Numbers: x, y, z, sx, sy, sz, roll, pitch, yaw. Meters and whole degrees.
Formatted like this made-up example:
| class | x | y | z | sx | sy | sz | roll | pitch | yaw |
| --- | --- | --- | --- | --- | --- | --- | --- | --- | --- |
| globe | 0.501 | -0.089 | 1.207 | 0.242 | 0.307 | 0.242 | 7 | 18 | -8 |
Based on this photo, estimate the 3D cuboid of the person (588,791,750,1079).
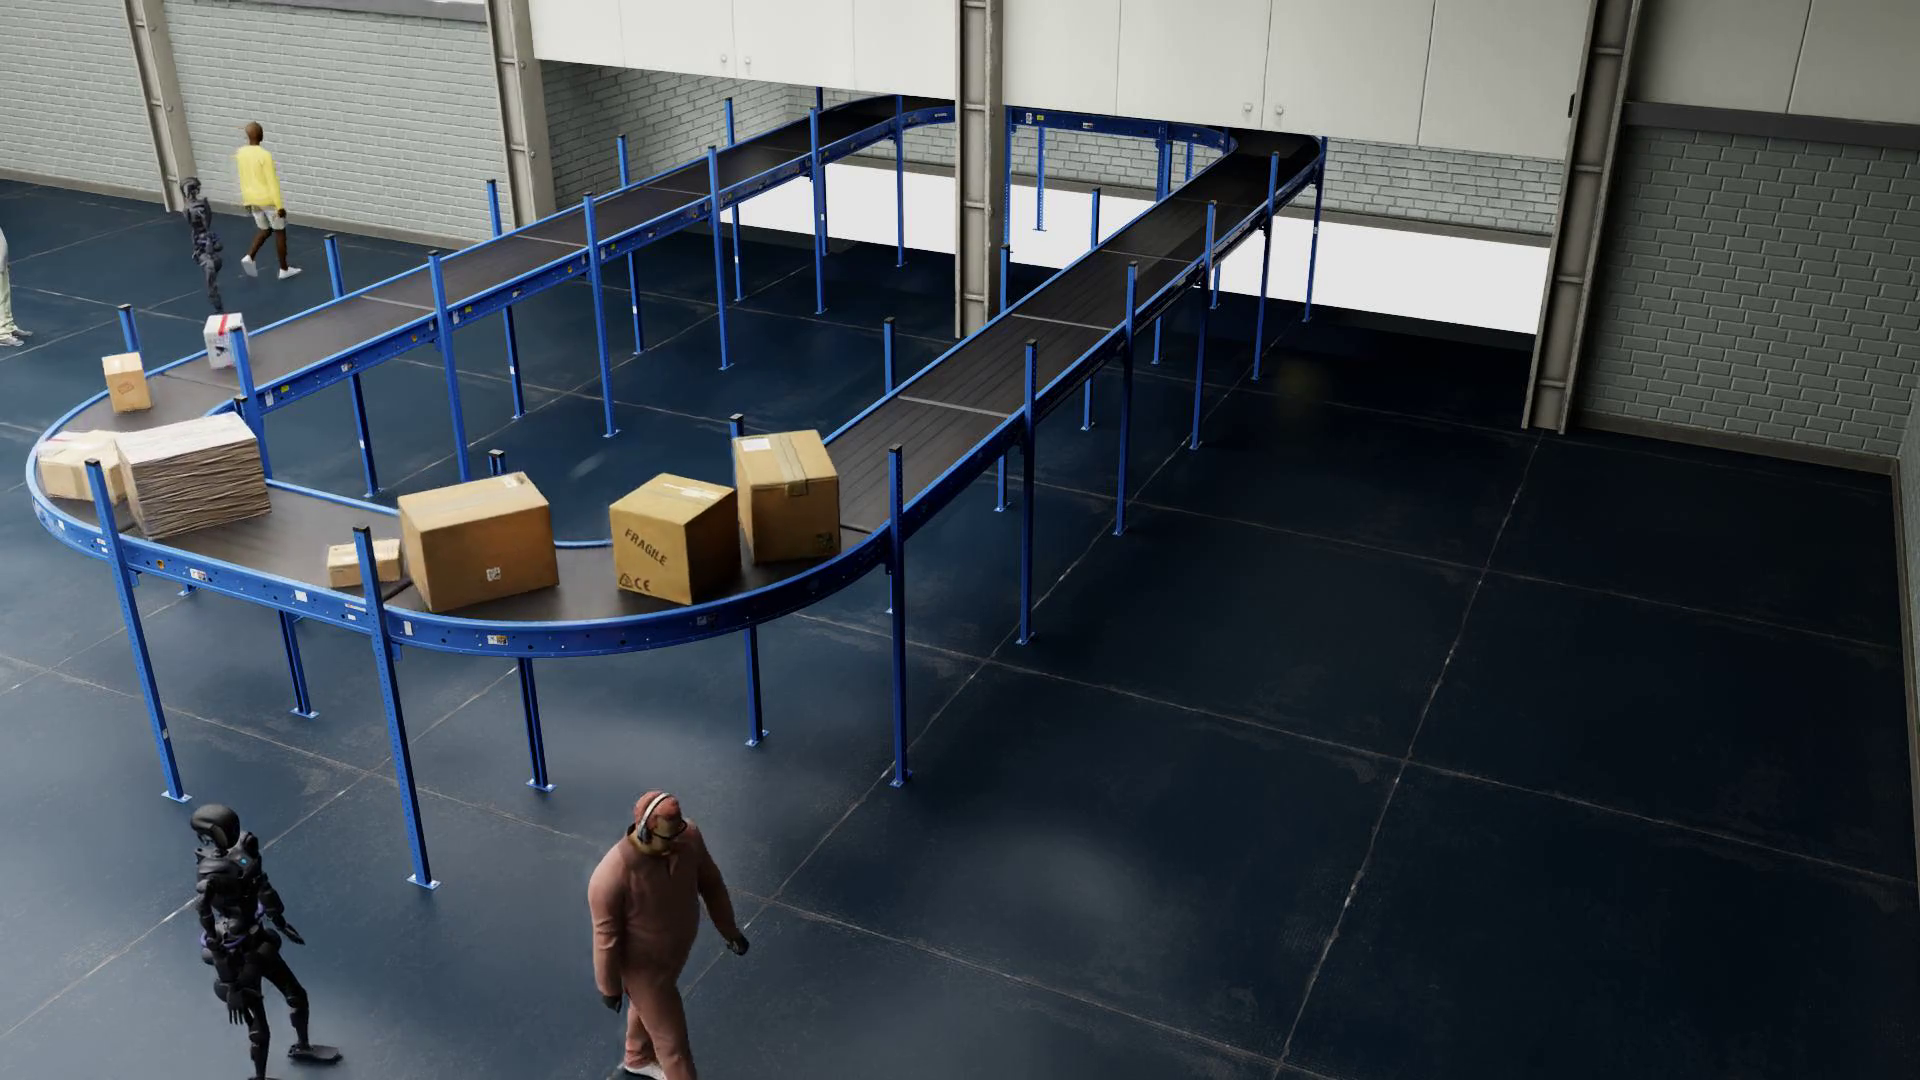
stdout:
| class | x | y | z | sx | sy | sz | roll | pitch | yaw |
| --- | --- | --- | --- | --- | --- | --- | --- | --- | --- |
| person | -1.324 | 1.949 | 7.755 | 0.935 | 1.851 | 0.677 | 15 | 30 | 27 |

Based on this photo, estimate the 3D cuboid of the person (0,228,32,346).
| class | x | y | z | sx | sy | sz | roll | pitch | yaw |
| --- | --- | --- | --- | --- | --- | --- | --- | --- | --- |
| person | -10.294 | -2.957 | 17.766 | 0.339 | 1.747 | 0.571 | -5 | 27 | -11 |

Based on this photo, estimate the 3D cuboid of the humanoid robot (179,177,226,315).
| class | x | y | z | sx | sy | sz | roll | pitch | yaw |
| --- | --- | --- | --- | --- | --- | --- | --- | --- | --- |
| humanoid robot | -8.272 | -3.159 | 18.247 | 0.310 | 1.652 | 0.612 | -19 | 32 | -34 |

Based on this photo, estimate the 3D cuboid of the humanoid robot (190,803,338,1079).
| class | x | y | z | sx | sy | sz | roll | pitch | yaw |
| --- | --- | --- | --- | --- | --- | --- | --- | --- | --- |
| humanoid robot | -3.372 | 1.963 | 7.925 | 0.372 | 1.649 | 0.585 | 1 | 26 | 3 |

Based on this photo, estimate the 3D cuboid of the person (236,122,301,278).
| class | x | y | z | sx | sy | sz | roll | pitch | yaw |
| --- | --- | --- | --- | --- | --- | --- | --- | --- | --- |
| person | -8.290 | -4.002 | 19.730 | 0.559 | 1.879 | 0.617 | 12 | 29 | 22 |
